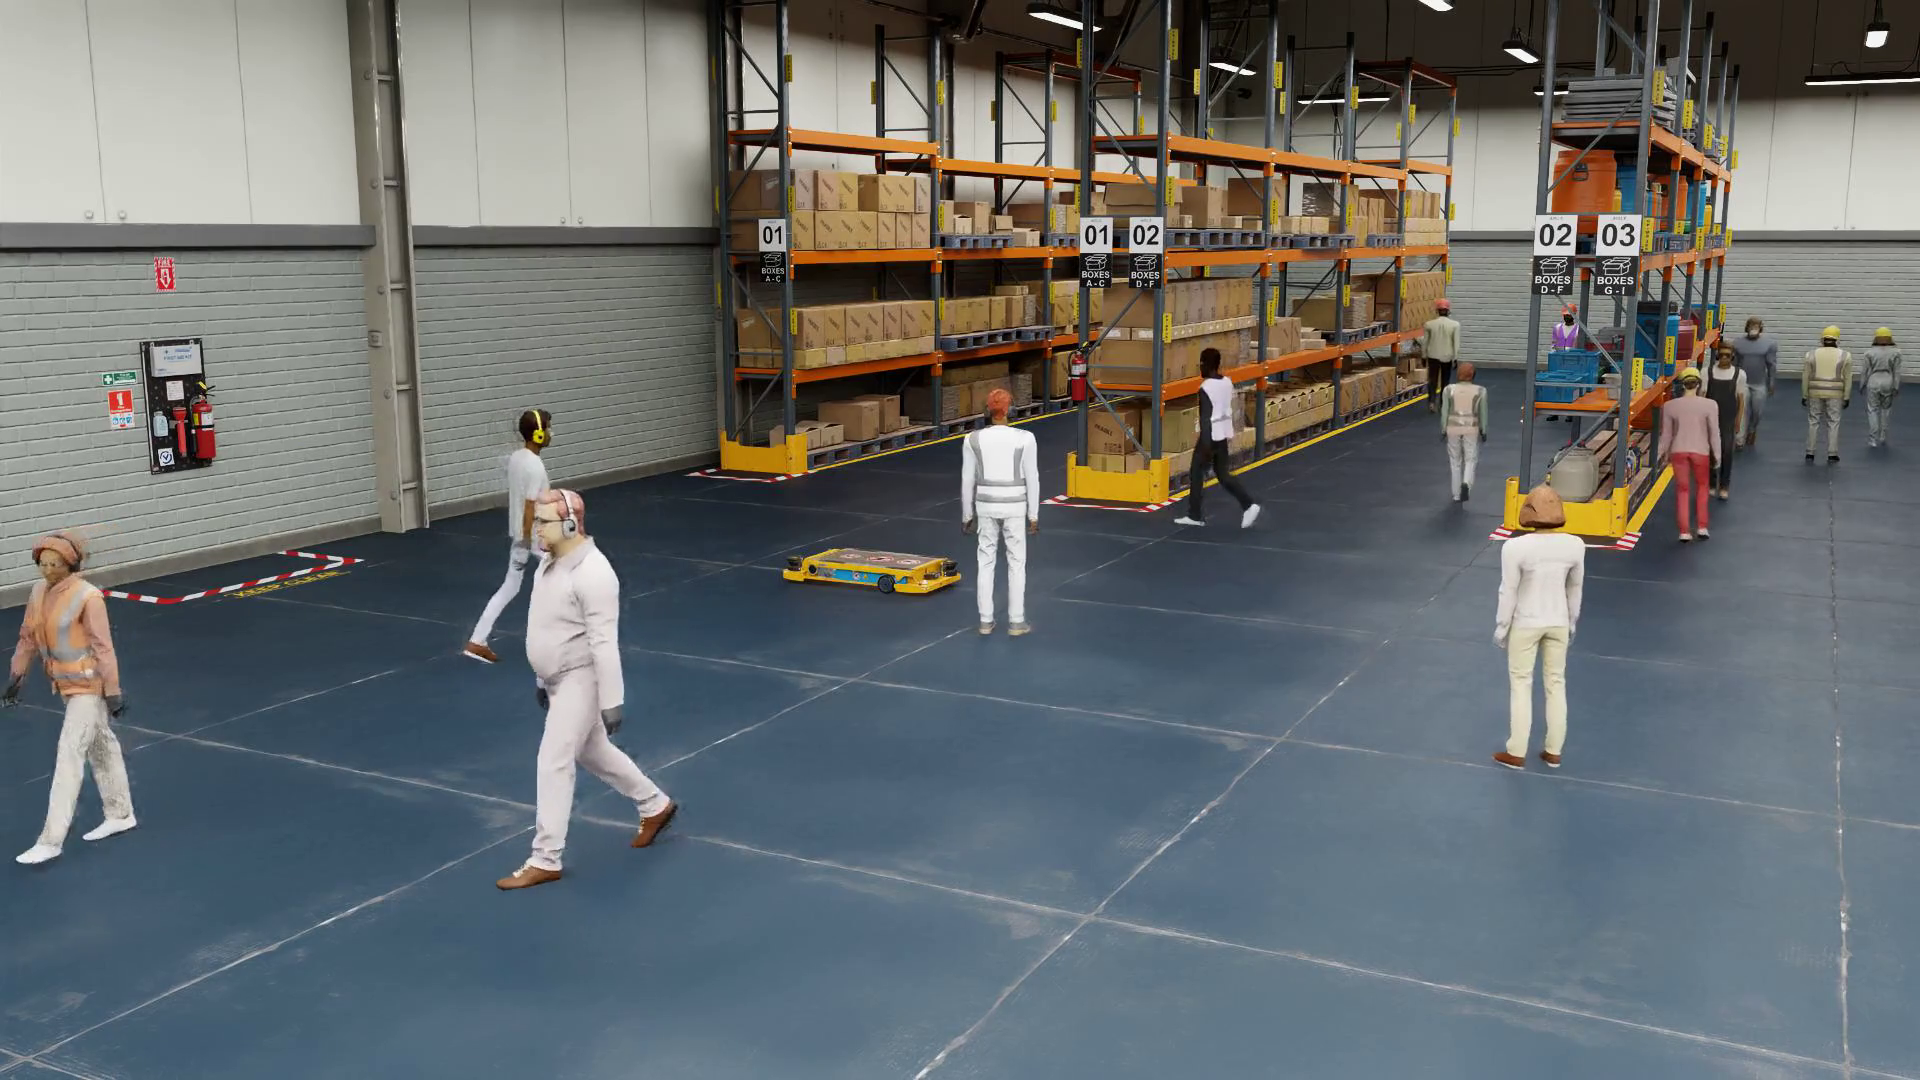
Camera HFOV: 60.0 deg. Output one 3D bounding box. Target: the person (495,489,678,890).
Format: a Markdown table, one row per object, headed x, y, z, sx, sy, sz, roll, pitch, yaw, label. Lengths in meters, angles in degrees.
| x | y | z | sx | sy | sz | roll | pitch | yaw | label |
| --- | --- | --- | --- | --- | --- | --- | --- | --- | --- |
| -1.782 | 0.666 | 7.945 | 0.936 | 1.872 | 0.658 | -7 | 12 | -32 | person |

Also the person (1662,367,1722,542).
| x | y | z | sx | sy | sz | roll | pitch | yaw | label |
| --- | --- | --- | --- | --- | --- | --- | --- | --- | --- |
| 7.312 | -0.856 | 16.607 | 0.586 | 1.720 | 0.689 | 6 | 12 | 31 | person |

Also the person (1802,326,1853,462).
| x | y | z | sx | sy | sz | roll | pitch | yaw | label |
| --- | --- | --- | --- | --- | --- | --- | --- | --- | --- |
| 11.637 | -1.959 | 22.337 | 0.600 | 1.829 | 0.404 | 7 | 13 | 34 | person |

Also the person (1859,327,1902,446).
| x | y | z | sx | sy | sz | roll | pitch | yaw | label |
| --- | --- | --- | --- | --- | --- | --- | --- | --- | --- |
| 13.339 | -2.235 | 24.149 | 0.502 | 1.711 | 0.784 | 4 | 11 | 21 | person |

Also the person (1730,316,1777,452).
| x | y | z | sx | sy | sz | roll | pitch | yaw | label |
| --- | --- | --- | --- | --- | --- | --- | --- | --- | --- |
| 11.211 | -2.225 | 23.594 | 0.640 | 1.912 | 0.906 | 4 | 11 | 22 | person |

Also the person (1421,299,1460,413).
| x | y | z | sx | sy | sz | roll | pitch | yaw | label |
| --- | --- | --- | --- | --- | --- | --- | --- | --- | --- |
| 8.220 | -3.146 | 28.483 | 0.625 | 1.958 | 0.995 | 4 | 11 | 21 | person |

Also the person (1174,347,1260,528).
| x | y | z | sx | sy | sz | roll | pitch | yaw | label |
| --- | --- | --- | --- | --- | --- | --- | --- | --- | --- |
| 2.687 | -1.056 | 17.272 | 0.854 | 1.892 | 0.593 | 9 | 14 | 40 | person |

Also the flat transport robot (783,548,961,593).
| x | y | z | sx | sy | sz | roll | pitch | yaw | label |
| --- | --- | --- | --- | --- | --- | --- | --- | --- | --- |
| -0.771 | 0.253 | 14.536 | 1.431 | 0.197 | 0.652 | 5 | 12 | 27 | flat transport robot |

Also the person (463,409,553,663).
| x | y | z | sx | sy | sz | roll | pitch | yaw | label |
| --- | --- | --- | --- | --- | --- | --- | --- | --- | --- |
| -3.093 | -0.023 | 11.835 | 0.985 | 1.827 | 0.504 | -8 | 13 | -39 | person |

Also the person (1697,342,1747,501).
| x | y | z | sx | sy | sz | roll | pitch | yaw | label |
| --- | --- | --- | --- | --- | --- | --- | --- | --- | --- |
| 8.708 | -1.356 | 19.110 | 0.517 | 1.812 | 0.846 | 5 | 12 | 27 | person |

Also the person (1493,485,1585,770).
| x | y | z | sx | sy | sz | roll | pitch | yaw | label |
| --- | --- | --- | --- | --- | --- | --- | --- | --- | --- |
| 3.291 | 0.500 | 9.472 | 0.504 | 1.632 | 0.269 | -1 | 10 | -8 | person |

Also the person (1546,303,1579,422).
| x | y | z | sx | sy | sz | roll | pitch | yaw | label |
| --- | --- | --- | --- | --- | --- | --- | --- | --- | --- |
| 9.897 | -2.894 | 27.149 | 0.542 | 1.938 | 0.358 | 8 | 13 | 36 | person |

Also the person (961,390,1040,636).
| x | y | z | sx | sy | sz | roll | pitch | yaw | label |
| --- | --- | --- | --- | --- | --- | --- | --- | --- | --- |
| 0.297 | -0.196 | 12.644 | 0.612 | 1.878 | 0.339 | 2 | 11 | 8 | person |

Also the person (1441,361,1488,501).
| x | y | z | sx | sy | sz | roll | pitch | yaw | label |
| --- | --- | --- | --- | --- | --- | --- | --- | --- | --- |
| 5.697 | -1.208 | 18.835 | 0.518 | 1.620 | 0.554 | 4 | 11 | 22 | person |

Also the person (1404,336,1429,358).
| x | y | z | sx | sy | sz | roll | pitch | yaw | label |
| --- | --- | --- | --- | --- | --- | --- | --- | --- | --- |
| 9.253 | -4.164 | 33.965 | 0.955 | 1.993 | 0.624 | 6 | 12 | 29 | person |

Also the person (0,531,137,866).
| x | y | z | sx | sy | sz | roll | pitch | yaw | label |
| --- | --- | --- | --- | --- | --- | --- | --- | --- | --- |
| -4.406 | 0.758 | 8.109 | 0.539 | 1.602 | 0.749 | 8 | 13 | 37 | person |
